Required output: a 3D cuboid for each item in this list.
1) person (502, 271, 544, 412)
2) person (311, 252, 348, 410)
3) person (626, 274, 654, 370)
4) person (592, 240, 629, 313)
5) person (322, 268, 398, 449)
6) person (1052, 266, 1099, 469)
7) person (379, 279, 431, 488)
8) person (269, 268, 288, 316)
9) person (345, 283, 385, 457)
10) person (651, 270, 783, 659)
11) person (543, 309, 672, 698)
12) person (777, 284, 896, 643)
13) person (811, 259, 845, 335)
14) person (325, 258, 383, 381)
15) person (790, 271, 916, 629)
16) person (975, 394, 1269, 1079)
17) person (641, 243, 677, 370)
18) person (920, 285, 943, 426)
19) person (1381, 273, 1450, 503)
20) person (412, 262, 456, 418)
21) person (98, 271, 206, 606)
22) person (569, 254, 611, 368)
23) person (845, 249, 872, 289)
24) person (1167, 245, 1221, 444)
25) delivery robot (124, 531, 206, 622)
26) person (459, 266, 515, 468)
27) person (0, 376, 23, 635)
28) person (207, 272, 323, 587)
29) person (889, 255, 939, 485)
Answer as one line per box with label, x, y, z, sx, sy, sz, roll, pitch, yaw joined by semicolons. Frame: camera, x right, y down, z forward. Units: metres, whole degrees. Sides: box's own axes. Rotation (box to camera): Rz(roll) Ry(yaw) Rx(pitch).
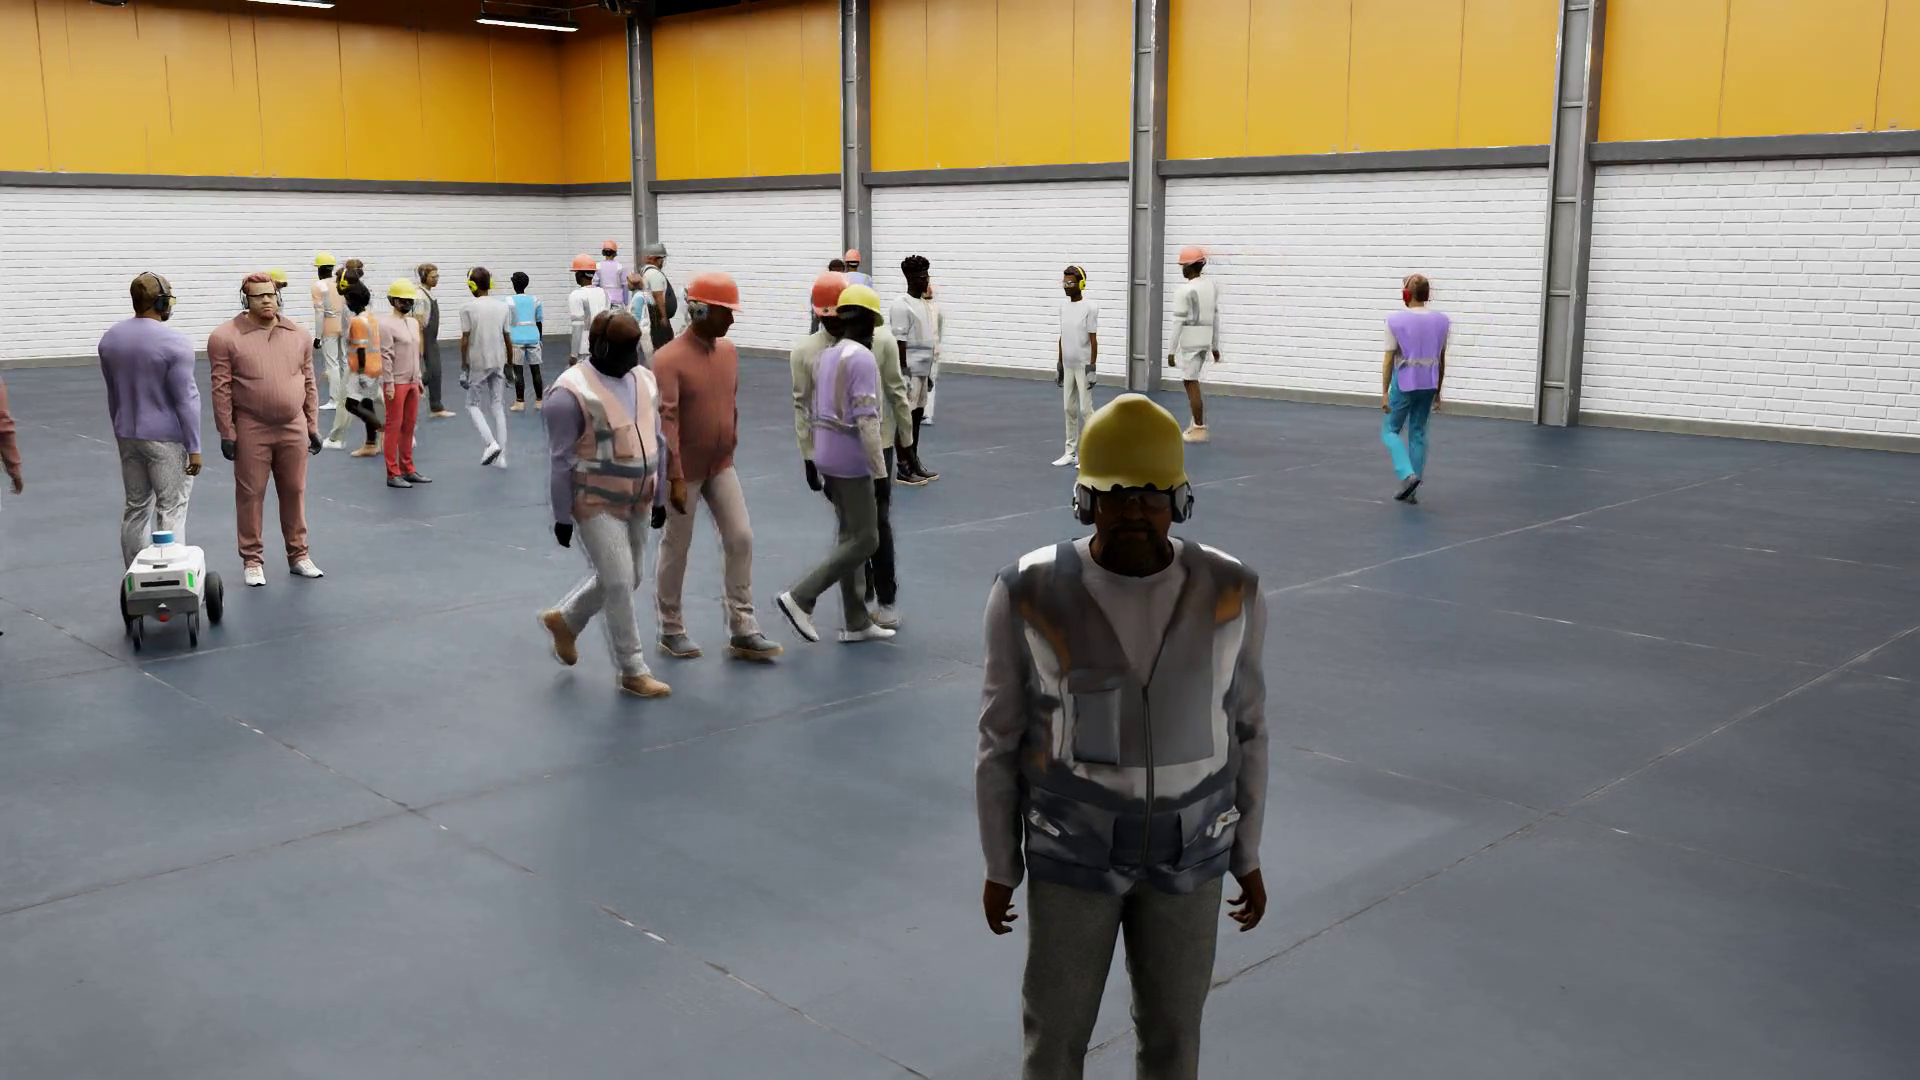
person;-5.291;-2.396;20.145;0.538;1.695;0.319;-8;13;-39
person;-7.705;-2.555;20.385;0.385;1.928;0.589;4;11;22
person;-4.495;-2.836;22.814;0.886;1.591;0.529;-4;11;-22
person;-5.966;-4.089;28.436;0.609;2.043;0.397;-1;10;-6
person;-5.981;-1.803;16.605;0.990;1.820;0.537;1;10;6
person;1.070;-1.578;15.257;0.329;1.861;0.506;-9;13;-39
person;-4.728;-1.333;14.170;0.328;1.765;0.527;3;11;14
person;-9.100;-2.739;21.989;0.585;1.702;0.498;-2;11;-10
person;-5.672;-1.610;15.893;0.391;1.685;0.541;-1;10;-4
person;-1.241;-0.342;8.234;0.847;1.954;0.684;8;13;37
person;-1.698;-0.180;7.800;0.783;1.809;0.642;7;12;33
person;-0.642;-0.378;8.664;0.655;1.878;0.644;-5;11;-25
person;-1.391;-2.225;18.768;0.613;1.861;1.019;-3;11;-17
person;-8.742;-3.146;23.947;0.907;1.809;0.636;-8;13;-38
person;-0.581;-0.475;9.017;0.665;1.937;0.672;1;10;5
person;0.332;0.619;3.337;0.601;1.830;0.404;-1;10;-6
person;-4.383;-3.326;24.280;0.561;2.000;0.700;-3;11;-17
person;-0.410;-2.088;18.661;0.539;1.613;0.407;-8;13;-38
person;3.594;-1.188;13.193;0.572;1.829;0.438;-2;11;-12
person;-6.242;-2.300;19.294;0.585;1.827;0.536;-1;10;-7
person;-4.585;-0.553;9.483;0.623;1.932;0.375;3;11;18
person;-3.844;-1.975;17.195;0.358;1.938;0.542;6;12;28
person;-1.506;-3.141;23.554;0.546;1.936;0.366;-2;11;-13
person;2.353;-2.001;17.089;0.653;2.025;0.579;-10;15;-44
delivery robot;-4.237;0.195;8.878;0.477;0.478;0.707;-4;11;-20
person;-4.354;-1.577;15.269;0.565;1.845;0.413;-9;14;-41
person;-5.444;-0.382;9.056;0.804;1.737;0.531;8;13;36
person;-4.238;-0.682;10.230;0.643;1.908;0.408;-10;14;-44
person;-0.391;-1.463;14.323;0.368;1.966;0.603;4;11;19
